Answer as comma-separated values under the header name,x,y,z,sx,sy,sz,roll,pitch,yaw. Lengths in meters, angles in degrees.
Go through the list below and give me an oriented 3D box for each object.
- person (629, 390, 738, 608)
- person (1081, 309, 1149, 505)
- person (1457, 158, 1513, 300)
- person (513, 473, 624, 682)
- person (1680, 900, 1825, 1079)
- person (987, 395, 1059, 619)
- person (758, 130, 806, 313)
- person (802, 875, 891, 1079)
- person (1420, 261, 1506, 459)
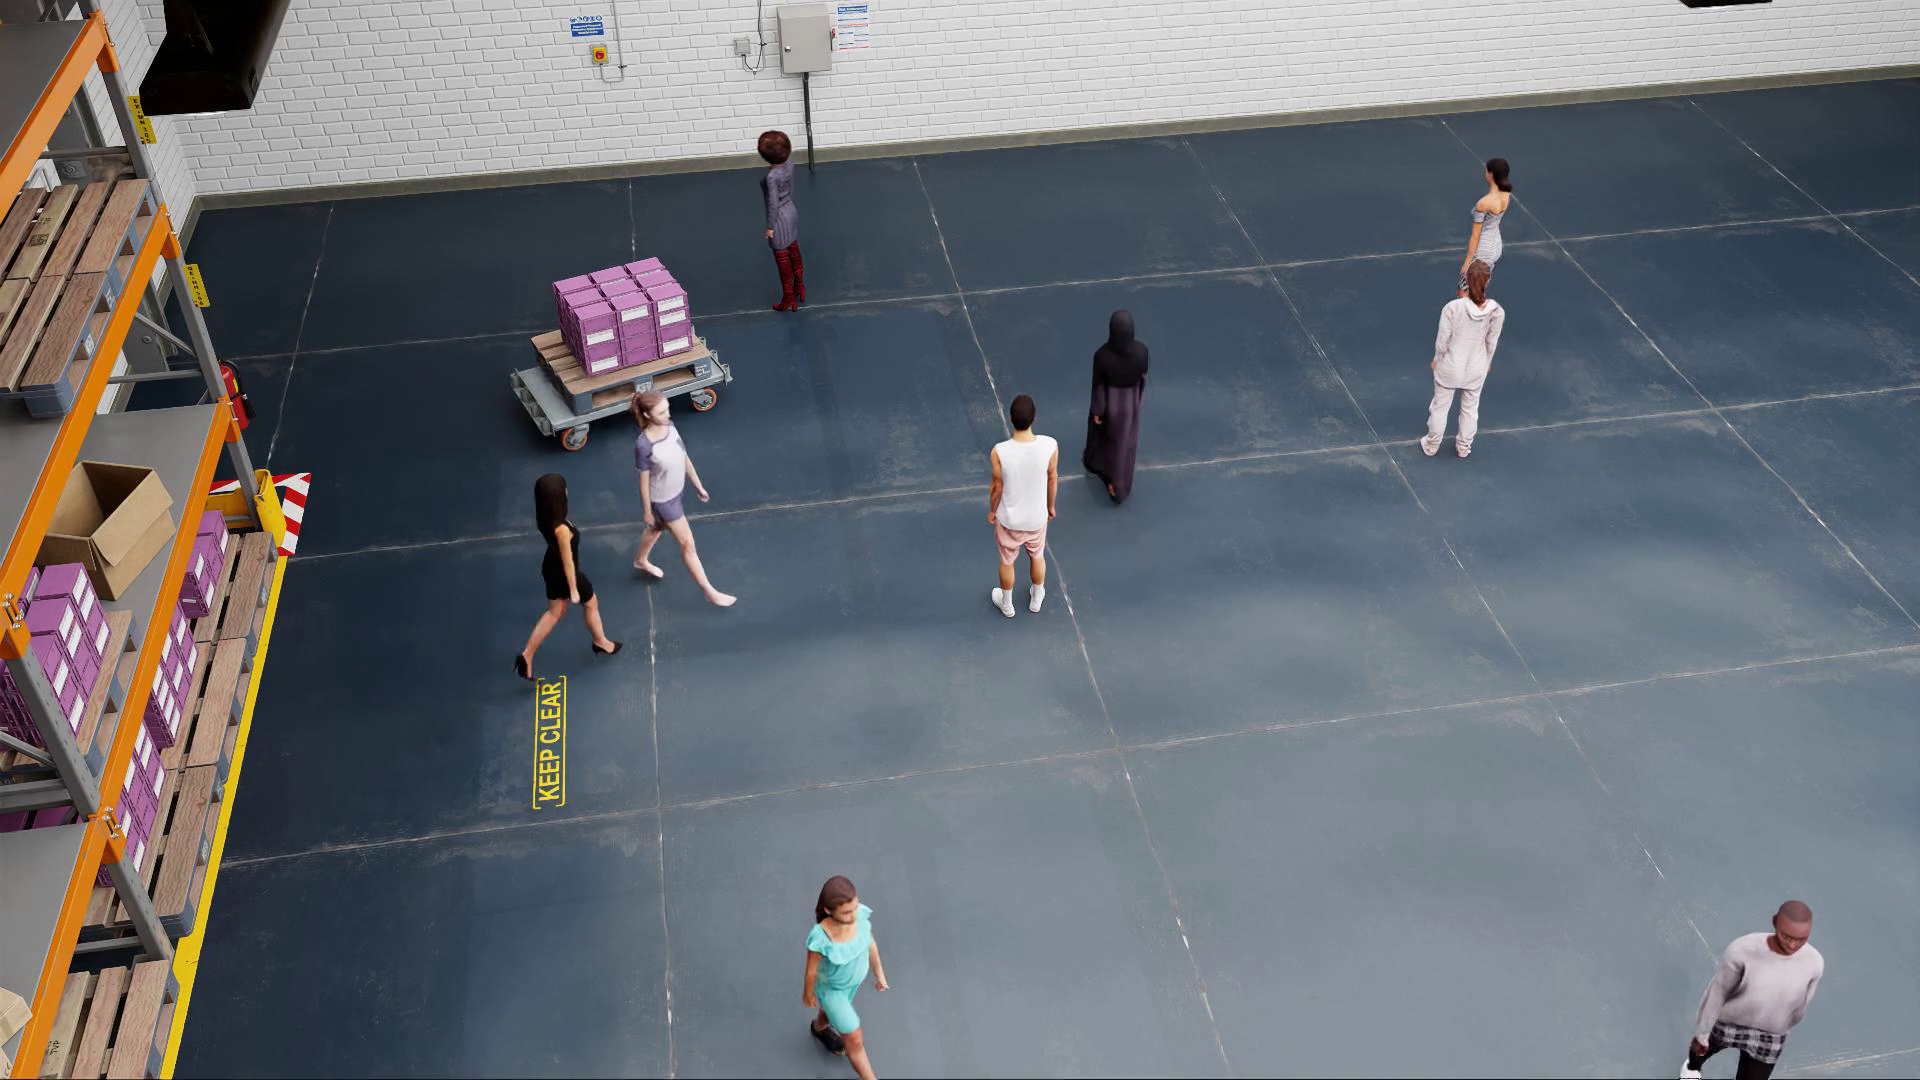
name,x,y,z,sx,sy,sz,roll,pitch,yaw
person,-2.134,-0.330,11.727,1.041,1.716,1.140,14,41,17
person,1.213,-1.003,12.653,0.653,1.612,0.931,-2,39,-2
person,4.532,-2.384,14.220,0.790,1.814,0.842,-31,48,-33
person,-2.704,0.285,11.033,0.959,1.621,1.047,-28,46,-30
person,3.927,2.345,8.362,0.963,1.736,1.199,9,40,12
person,0.428,-0.213,11.521,0.629,1.789,0.555,-7,39,-9
person,-1.589,-2.855,14.895,0.727,1.709,0.622,15,41,18
person,-0.669,2.250,8.658,0.923,1.515,1.080,-32,48,-33
person,3.956,-1.391,13.078,0.698,1.688,0.666,4,39,5
